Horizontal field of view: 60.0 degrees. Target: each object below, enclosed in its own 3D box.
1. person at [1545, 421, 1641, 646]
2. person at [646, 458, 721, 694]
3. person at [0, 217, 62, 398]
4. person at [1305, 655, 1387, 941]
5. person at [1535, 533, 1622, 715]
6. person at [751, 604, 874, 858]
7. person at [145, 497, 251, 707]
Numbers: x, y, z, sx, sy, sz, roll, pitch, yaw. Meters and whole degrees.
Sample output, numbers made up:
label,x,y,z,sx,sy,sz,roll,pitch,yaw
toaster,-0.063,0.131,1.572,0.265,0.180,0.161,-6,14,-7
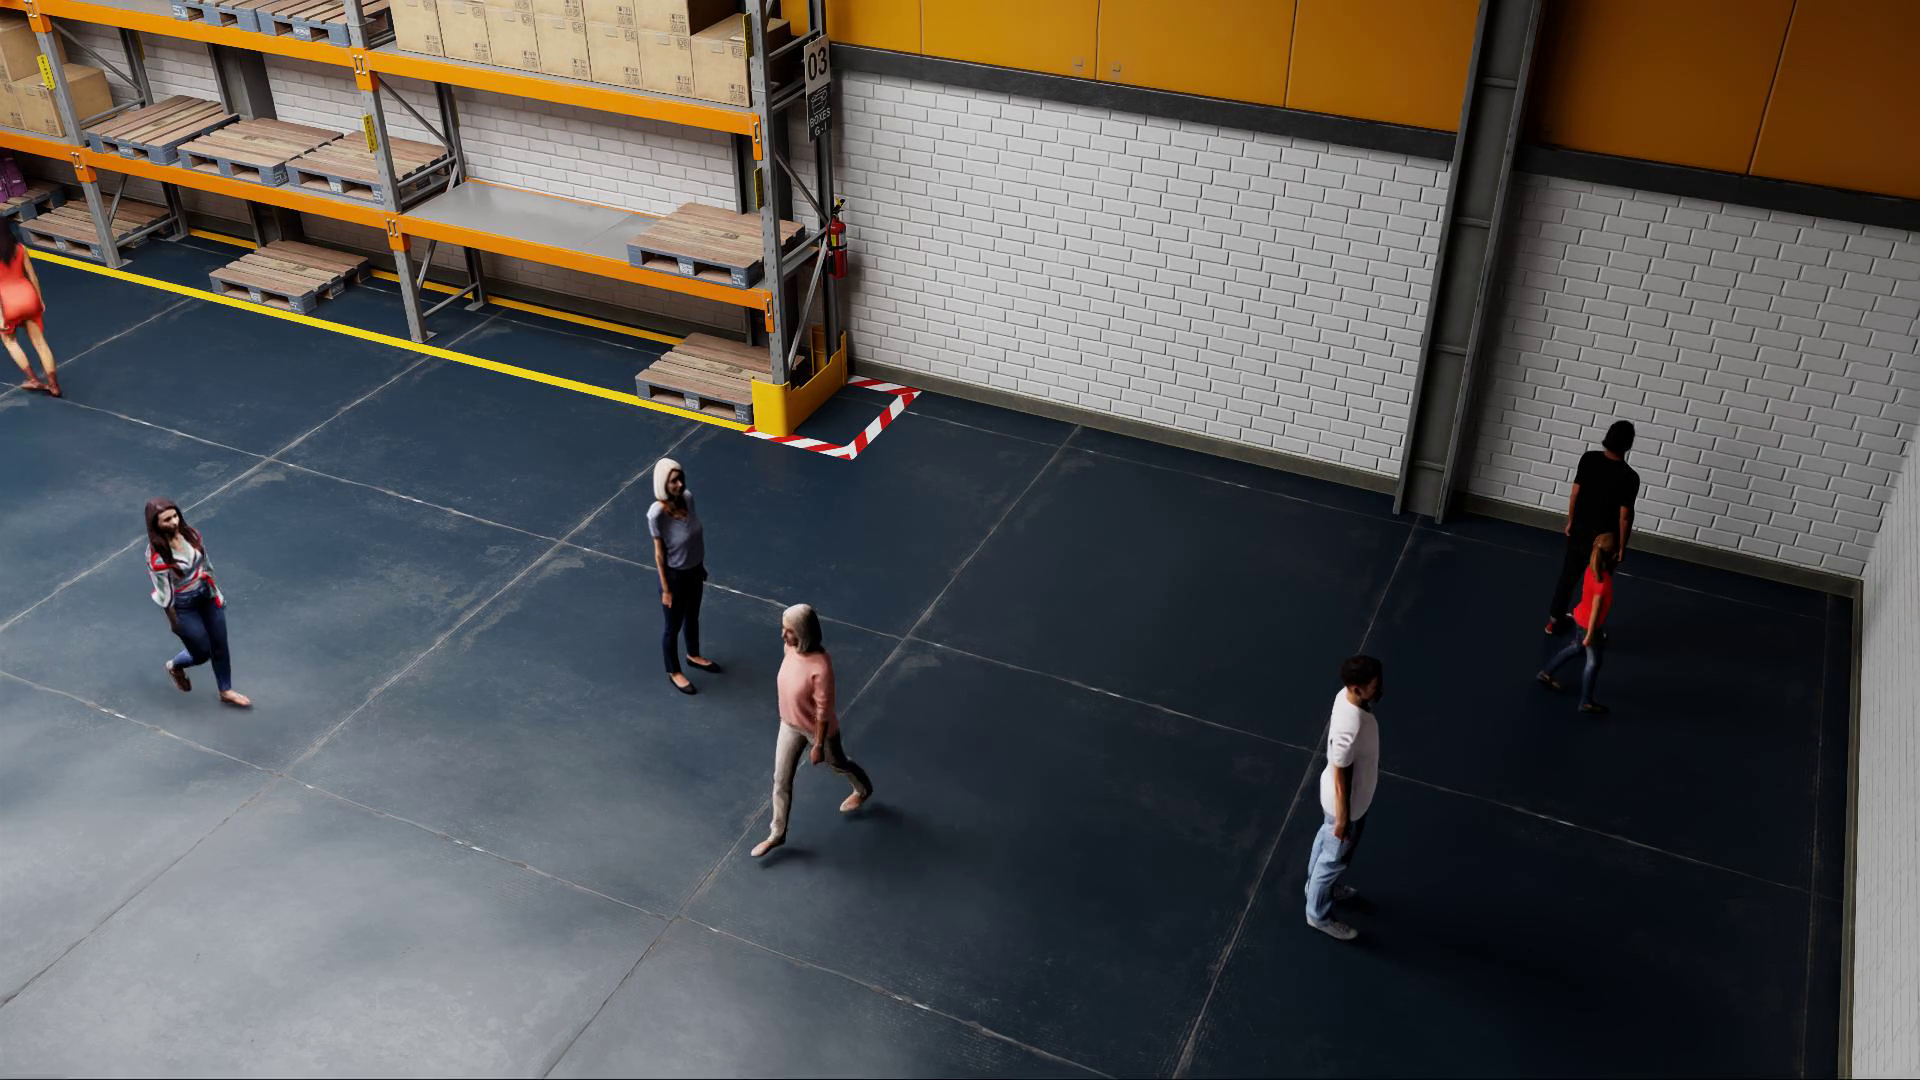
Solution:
label,x,y,z,sx,sy,sz,roll,pitch,yaw
person,4.391,-0.042,11.480,0.781,1.758,0.671,-21,39,-28
person,-1.881,0.213,11.127,0.530,1.722,0.593,18,38,25
person,-8.140,-1.997,14.468,0.691,1.705,0.677,21,39,29
person,2.127,1.391,9.231,0.638,1.861,0.718,8,34,12
person,4.121,0.531,11.051,0.749,1.278,0.612,10,35,15
person,-0.810,1.071,9.875,0.961,1.680,1.149,-26,42,-34
person,-5.099,0.412,10.938,0.791,1.600,0.612,13,36,18
